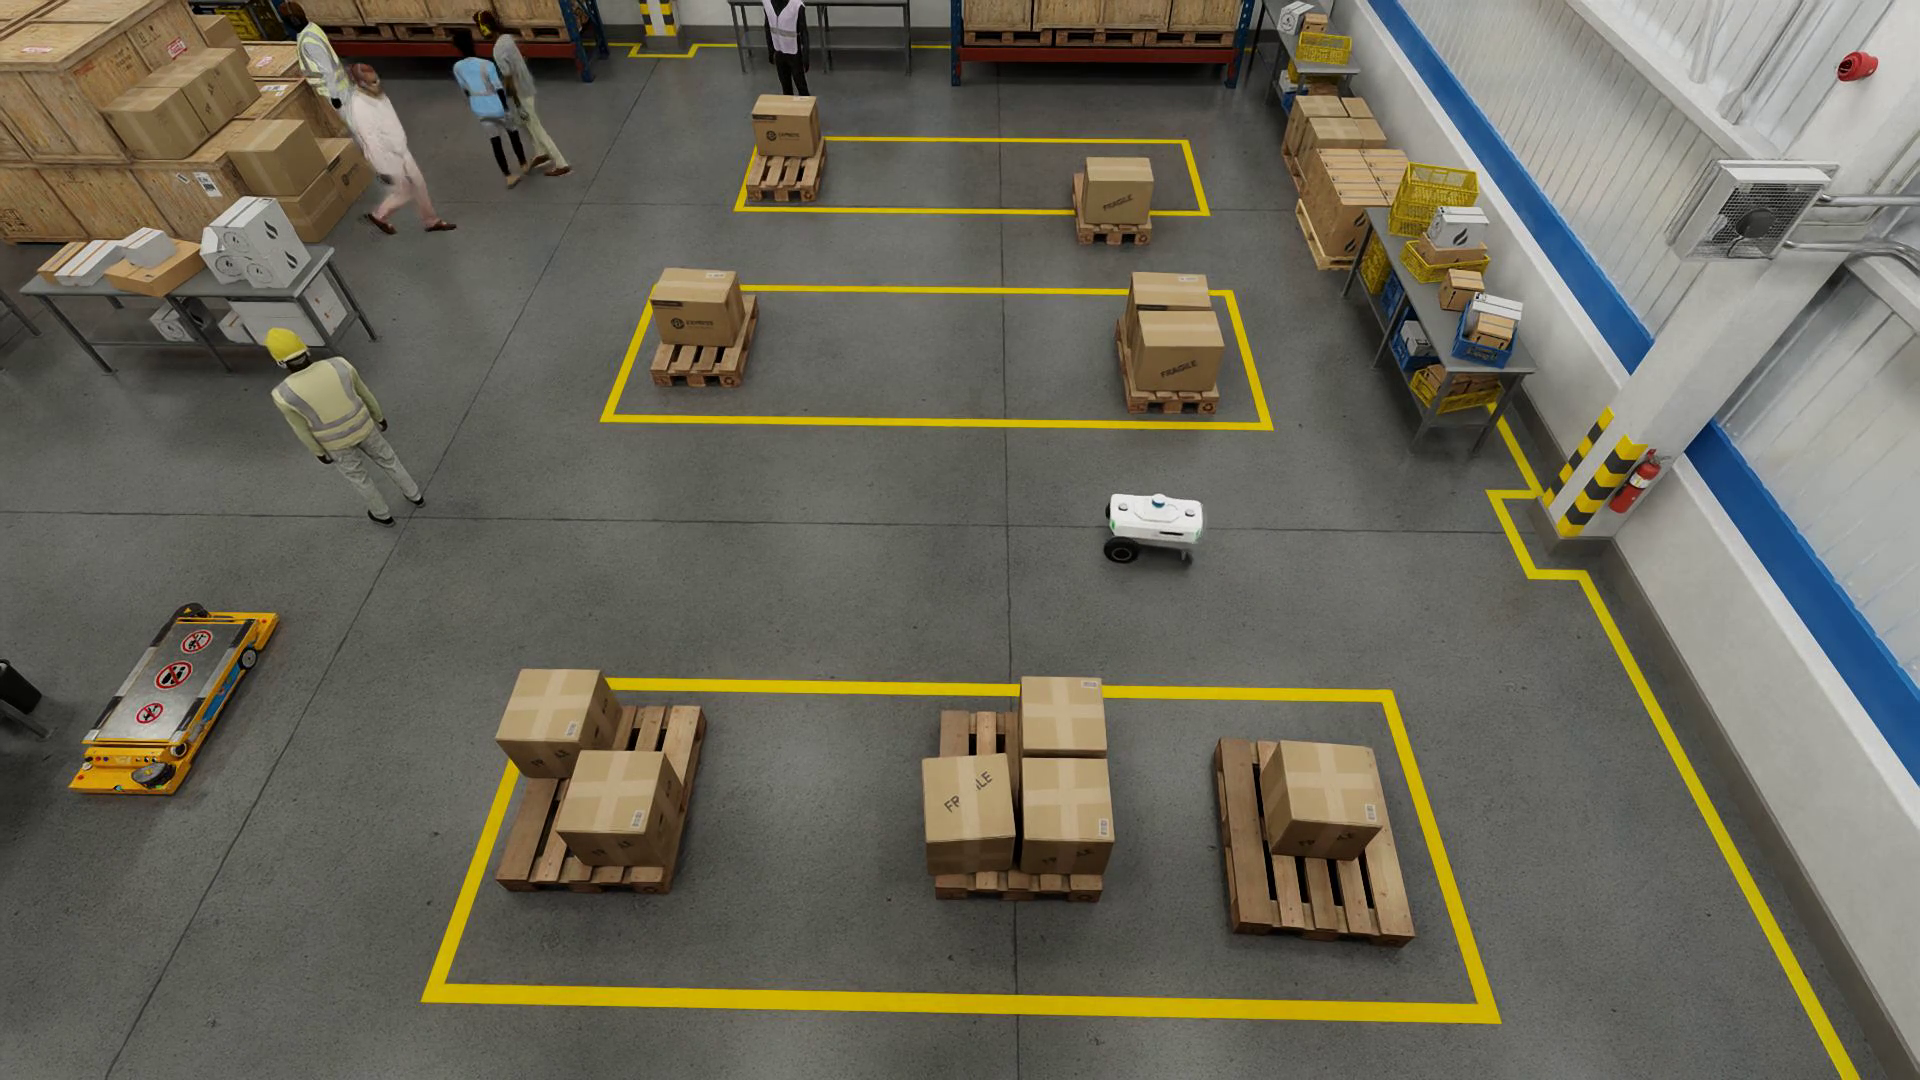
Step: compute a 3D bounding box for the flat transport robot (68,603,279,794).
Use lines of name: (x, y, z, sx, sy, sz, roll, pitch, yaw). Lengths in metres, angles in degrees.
flat transport robot: (-5.504, 1.072, 6.442, 0.652, 0.197, 1.431, 1, 50, 1)

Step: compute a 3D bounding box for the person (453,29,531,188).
person: (-5.480, -5.023, 10.694, 0.553, 1.645, 0.661, 0, 50, 0)

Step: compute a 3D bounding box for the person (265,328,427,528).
person: (-4.739, -0.854, 7.062, 0.403, 1.823, 0.590, 31, 56, 23)

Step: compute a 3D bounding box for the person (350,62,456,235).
person: (-6.176, -4.113, 9.788, 0.687, 1.874, 0.673, -6, 50, -5)

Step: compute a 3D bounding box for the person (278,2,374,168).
person: (-7.465, -5.383, 10.882, 0.430, 1.843, 0.626, -21, 53, -17)

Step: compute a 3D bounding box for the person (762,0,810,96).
person: (-2.134, -6.079, 11.421, 0.600, 1.917, 0.376, 21, 53, 17)

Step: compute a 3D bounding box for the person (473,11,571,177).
person: (-5.119, -5.214, 10.756, 0.636, 1.816, 0.521, -2, 50, -2)

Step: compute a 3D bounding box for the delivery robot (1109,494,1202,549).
delivery robot: (1.540, -0.167, 7.243, 0.707, 0.478, 0.477, 6, 50, 4)
